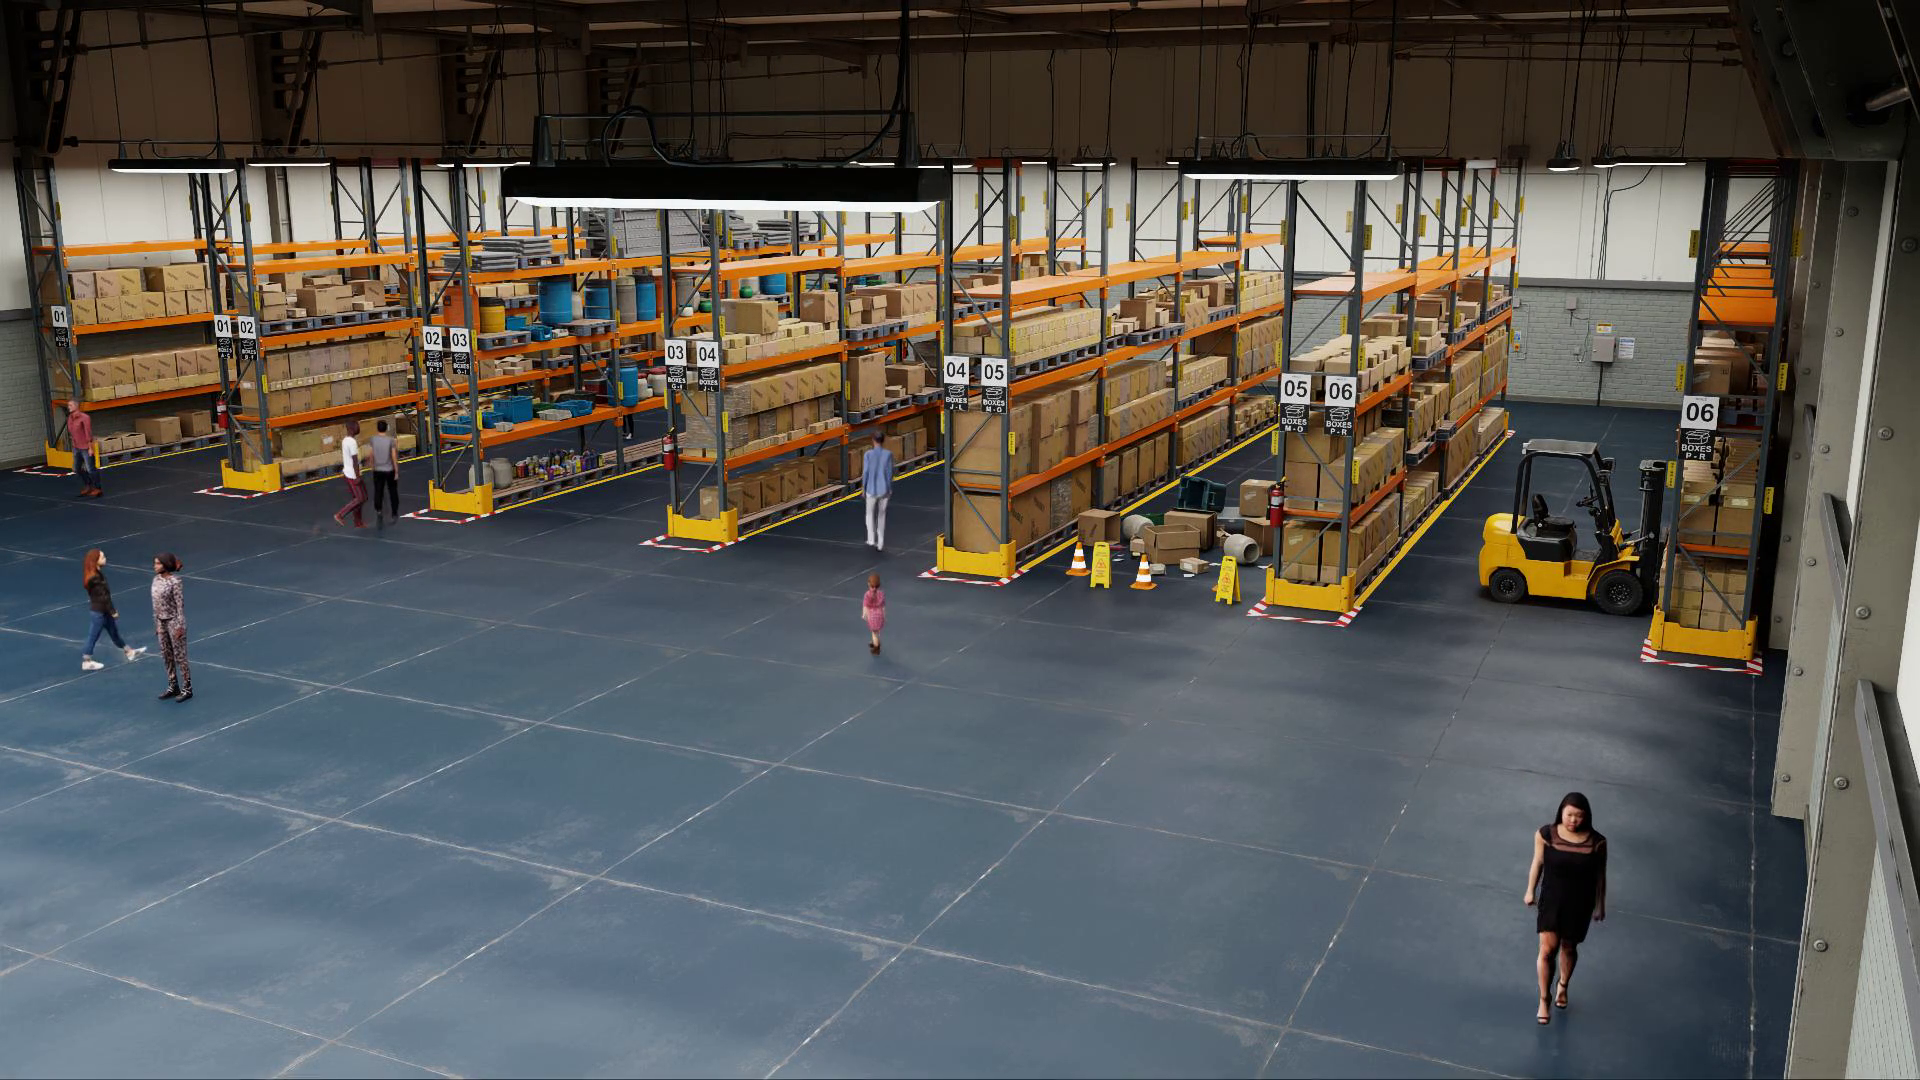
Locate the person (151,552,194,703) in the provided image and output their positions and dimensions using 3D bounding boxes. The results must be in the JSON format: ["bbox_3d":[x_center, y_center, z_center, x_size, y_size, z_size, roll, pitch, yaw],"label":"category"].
[{"bbox_3d":[-8.908,0.969,18.784,0.564,1.713,0.550,7,15,26],"label":"person"}]

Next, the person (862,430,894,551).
[{"bbox_3d":[-1.260,-0.755,25.872,0.876,1.873,0.939,-3,13,-13],"label":"person"}]

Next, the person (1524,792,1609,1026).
[{"bbox_3d":[4.324,2.577,11.881,0.741,1.693,0.796,4,14,16],"label":"person"}]

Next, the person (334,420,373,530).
[{"bbox_3d":[-10.018,-1.044,27.237,0.972,1.821,0.887,-8,15,-31],"label":"person"}]

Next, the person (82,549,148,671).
[{"bbox_3d":[-10.350,0.859,19.855,1.016,1.444,0.910,-6,14,-25],"label":"person"}]

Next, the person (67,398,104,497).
[{"bbox_3d":[-15.773,-1.672,29.995,0.695,1.801,0.673,6,14,23],"label":"person"}]

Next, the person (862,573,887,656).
[{"bbox_3d":[-1.034,0.923,20.537,0.606,1.012,0.642,-8,15,-31],"label":"person"}]

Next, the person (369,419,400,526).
[{"bbox_3d":[-9.655,-1.135,27.819,1.015,1.735,1.141,-3,13,-12],"label":"person"}]
